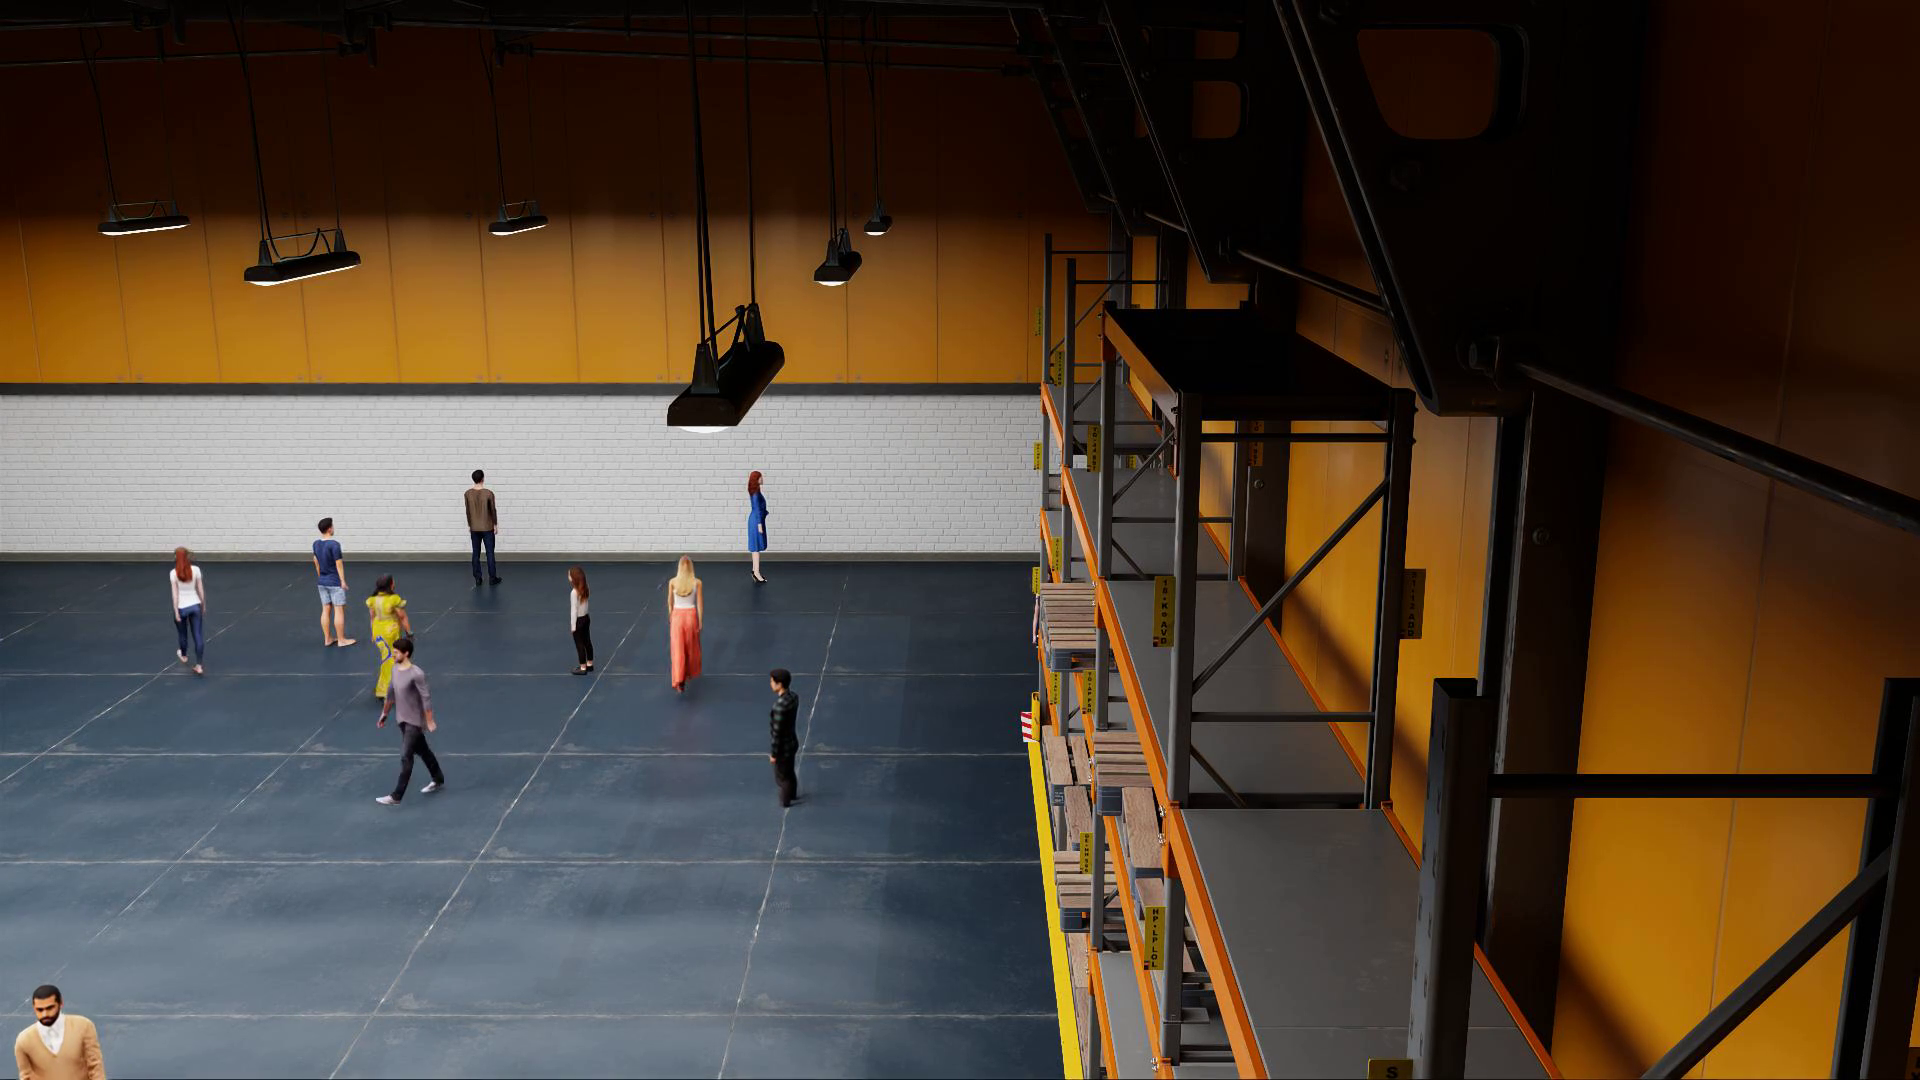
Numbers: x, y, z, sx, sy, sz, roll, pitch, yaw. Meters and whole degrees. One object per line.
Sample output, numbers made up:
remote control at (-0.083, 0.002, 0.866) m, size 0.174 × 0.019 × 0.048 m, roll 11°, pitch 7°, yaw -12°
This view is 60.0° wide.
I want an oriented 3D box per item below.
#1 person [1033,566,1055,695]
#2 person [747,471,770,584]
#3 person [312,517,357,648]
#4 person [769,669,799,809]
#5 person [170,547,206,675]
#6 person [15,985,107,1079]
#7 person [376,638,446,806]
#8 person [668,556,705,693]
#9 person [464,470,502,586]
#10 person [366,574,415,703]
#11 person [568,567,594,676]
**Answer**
person at (1.168, 1.174, 21.432) m, size 0.674 × 1.742 × 0.699 m, roll 9°, pitch 16°, yaw 33°
person at (-3.299, -0.222, 27.014) m, size 0.714 × 1.829 × 0.567 m, roll -3°, pitch 14°, yaw -11°
person at (-8.932, 0.594, 23.601) m, size 0.698 × 1.849 × 0.690 m, roll 6°, pitch 15°, yaw 22°
person at (-1.905, 2.201, 18.009) m, size 0.766 × 1.709 × 0.610 m, roll 4°, pitch 14°, yaw 15°
person at (-10.333, 0.983, 22.339) m, size 1.034 × 1.688 × 1.169 m, roll -11°, pitch 17°, yaw -38°
person at (-5.885, 3.707, 10.992) m, size 0.982 × 1.734 × 1.193 m, roll -7°, pitch 15°, yaw -27°
person at (-5.888, 1.943, 18.110) m, size 1.136 × 1.811 × 1.212 m, roll 13°, pitch 19°, yaw 42°
person at (-3.593, 1.131, 21.587) m, size 0.645 × 1.753 × 1.260 m, roll 0°, pitch 14°, yaw -1°
person at (-7.718, -0.209, 26.836) m, size 0.646 × 1.887 × 0.549 m, roll 0°, pitch 14°, yaw 2°
person at (-7.355, 1.281, 21.277) m, size 1.012 × 1.608 × 1.310 m, roll 4°, pitch 14°, yaw 18°
person at (-5.096, 1.079, 22.380) m, size 0.655 × 1.481 × 0.504 m, roll 4°, pitch 14°, yaw 16°
